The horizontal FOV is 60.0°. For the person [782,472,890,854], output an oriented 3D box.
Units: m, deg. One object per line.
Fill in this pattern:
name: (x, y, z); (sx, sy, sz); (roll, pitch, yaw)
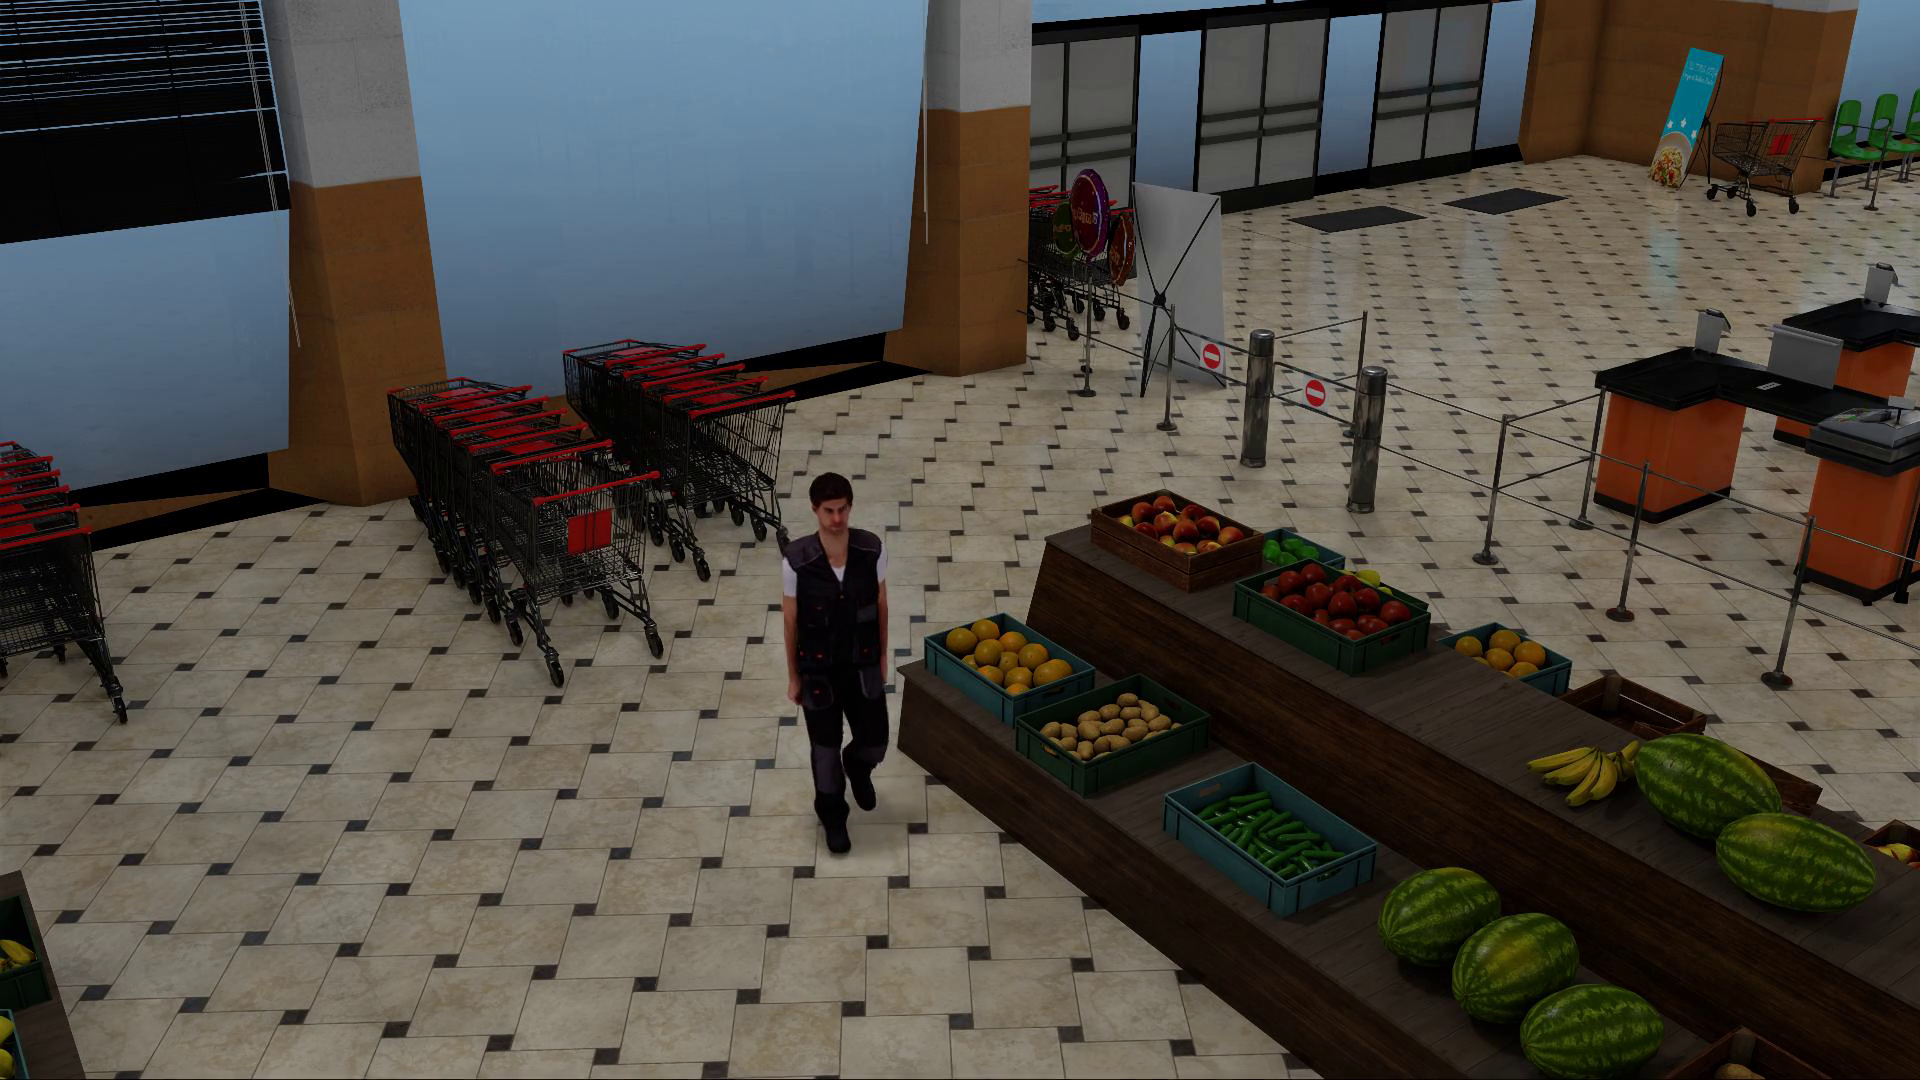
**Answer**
person: (-0.574, 0.525, 7.599); (0.770, 1.839, 0.837); (-6, 24, -13)
